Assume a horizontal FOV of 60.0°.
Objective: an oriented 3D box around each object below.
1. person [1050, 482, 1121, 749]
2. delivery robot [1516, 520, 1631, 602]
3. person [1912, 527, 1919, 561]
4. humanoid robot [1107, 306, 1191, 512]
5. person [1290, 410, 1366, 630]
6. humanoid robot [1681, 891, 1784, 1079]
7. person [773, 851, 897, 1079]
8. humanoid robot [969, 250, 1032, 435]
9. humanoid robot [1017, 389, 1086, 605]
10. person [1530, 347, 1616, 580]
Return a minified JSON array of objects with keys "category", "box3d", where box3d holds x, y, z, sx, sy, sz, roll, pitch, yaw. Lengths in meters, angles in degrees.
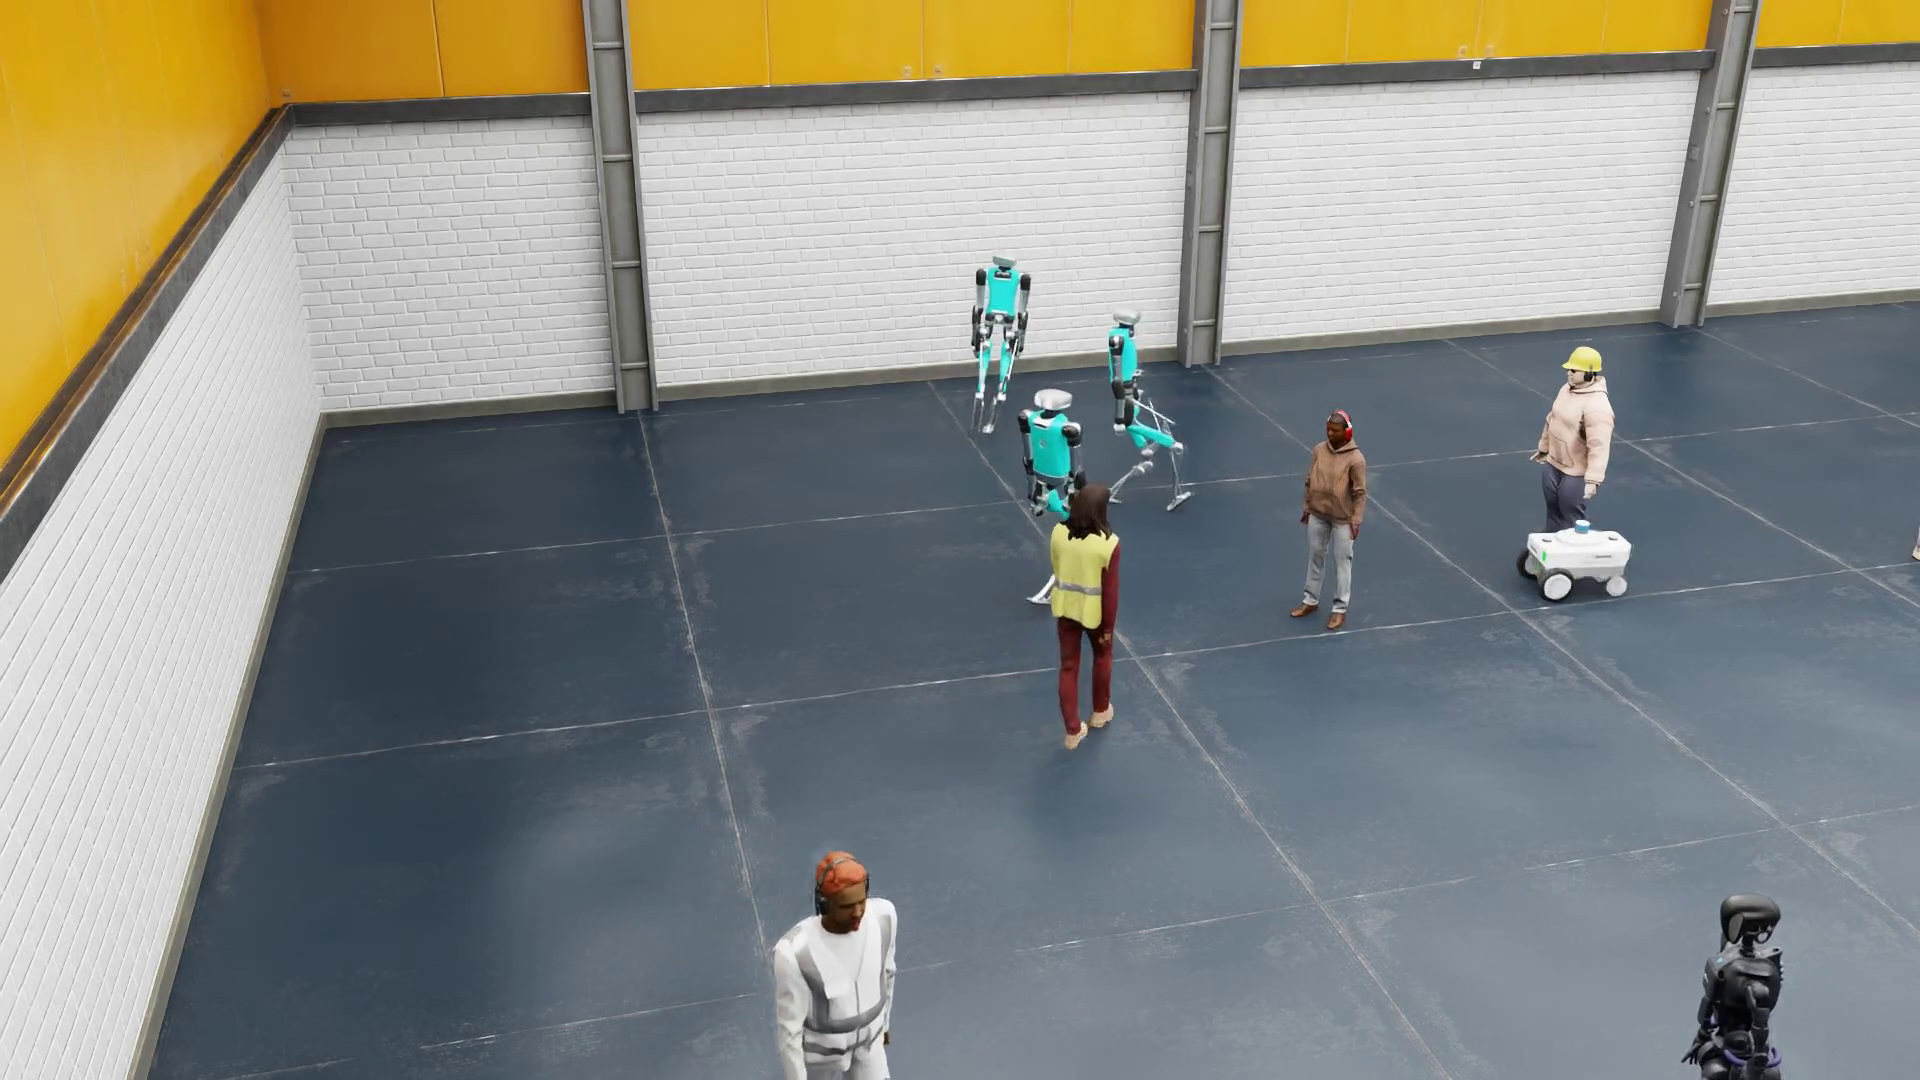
[{"category":"person","box3d":[0.814,0.435,10.537,0.461,1.743,0.697,9,25,19]},{"category":"delivery robot","box3d":[4.677,0.151,12.685,0.803,0.613,0.499,-2,24,-3]},{"category":"person","box3d":[7.831,-0.626,12.935,0.516,1.756,0.336,-13,27,-26]},{"category":"humanoid robot","box3d":[1.664,-1.070,14.012,1.014,1.782,0.550,7,25,16]},{"category":"person","box3d":[2.696,-0.163,12.008,0.471,1.650,0.310,20,31,38]},{"category":"humanoid robot","box3d":[3.202,2.154,6.748,0.633,1.633,0.611,3,24,7]},{"category":"person","box3d":[-0.460,2.074,6.723,0.586,1.825,1.009,-14,27,-29]},{"category":"humanoid robot","box3d":[0.359,-1.749,15.646,0.577,1.878,0.673,3,24,6]},{"category":"humanoid robot","box3d":[0.826,-0.351,12.314,0.530,1.722,1.015,19,30,36]},{"category":"person","box3d":[4.672,-0.577,12.686,0.410,1.867,0.790,-5,24,-12]}]
